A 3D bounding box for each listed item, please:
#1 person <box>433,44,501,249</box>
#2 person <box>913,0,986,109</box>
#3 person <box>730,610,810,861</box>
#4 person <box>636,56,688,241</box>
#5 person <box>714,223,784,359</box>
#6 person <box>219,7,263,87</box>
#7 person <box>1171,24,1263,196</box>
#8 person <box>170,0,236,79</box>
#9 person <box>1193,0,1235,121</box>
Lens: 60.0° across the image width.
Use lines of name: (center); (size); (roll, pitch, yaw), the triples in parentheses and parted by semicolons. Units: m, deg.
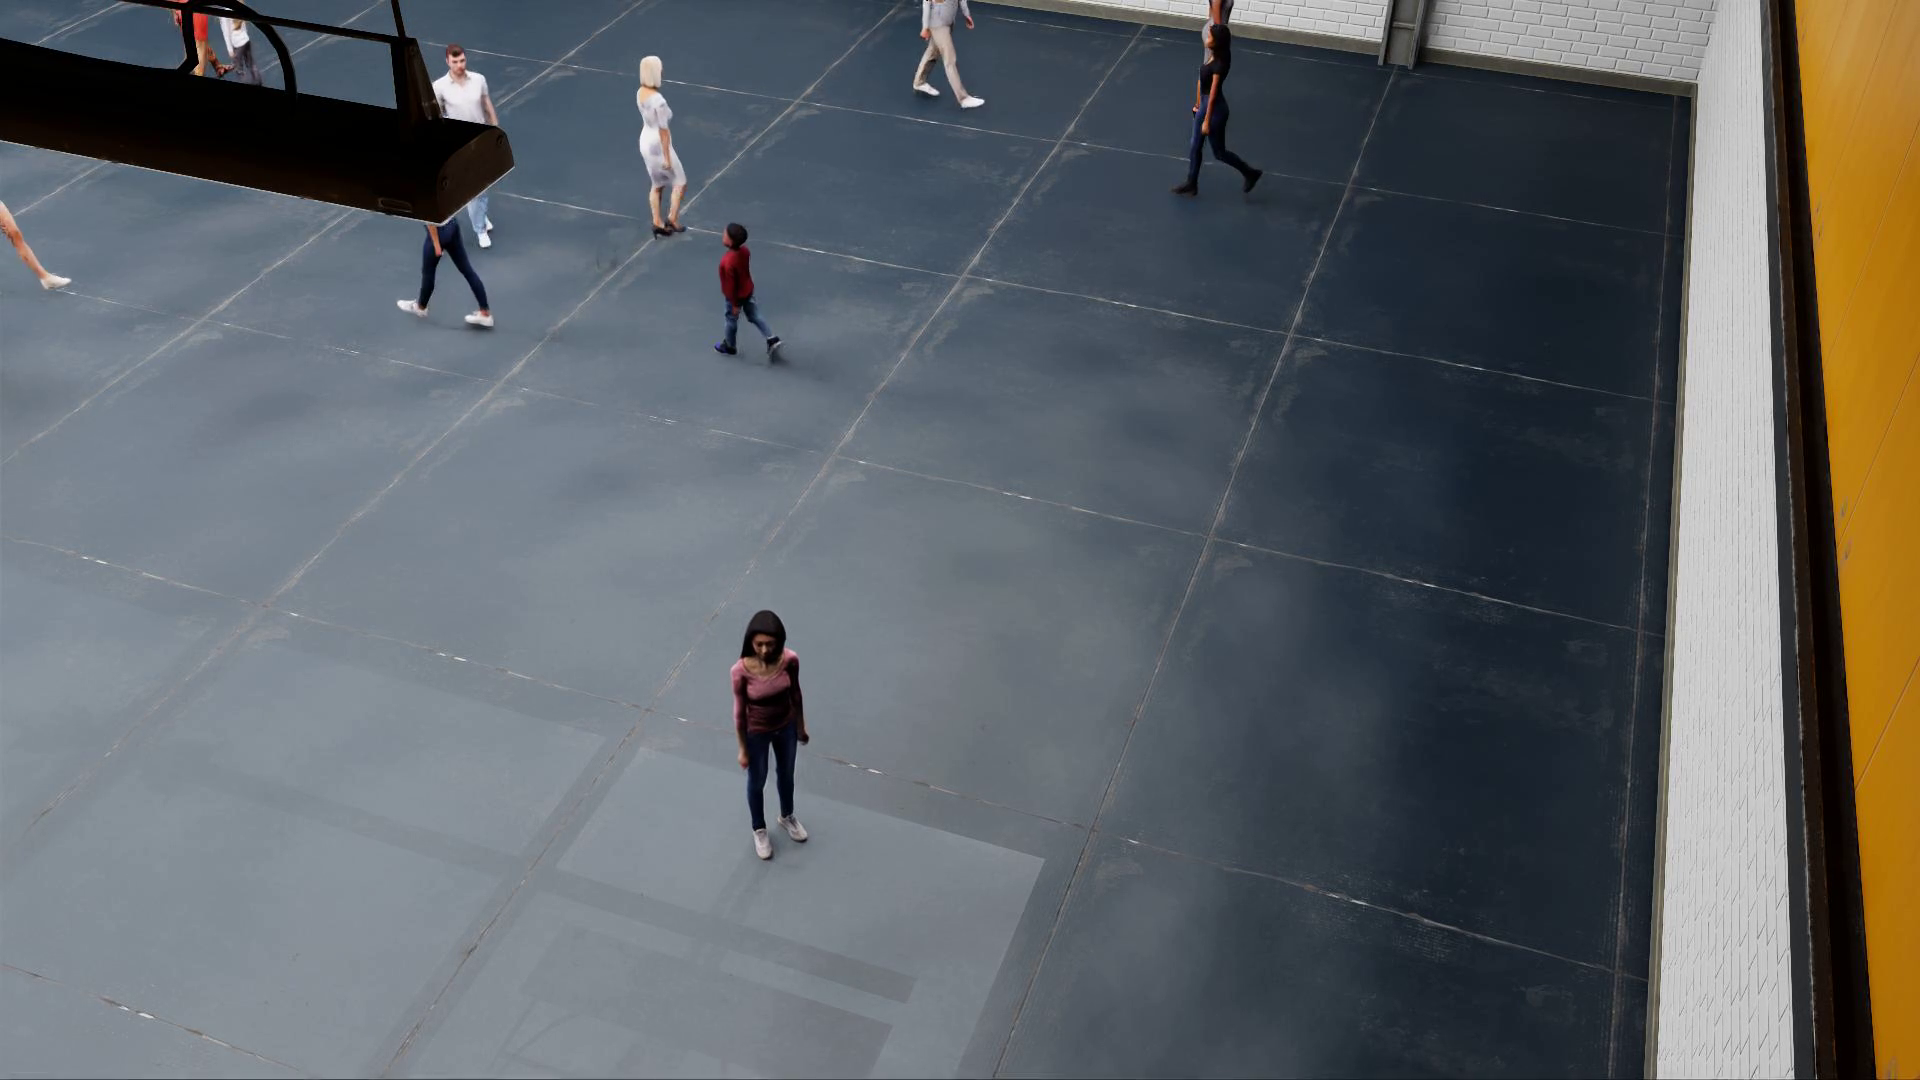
person: (-4.535, -3.685, 15.284); (0.994, 1.827, 1.082); (-22, 44, -25)
person: (-0.257, -5.486, 17.560); (1.251, 1.802, 0.808); (19, 42, 23)
person: (-1.077, 1.071, 9.398); (0.649, 1.741, 0.699); (-18, 42, -21)
person: (-2.816, -3.519, 15.152); (0.739, 1.733, 0.648); (-31, 48, -33)
person: (-1.759, -2.033, 13.688); (0.843, 1.238, 0.549); (16, 41, 19)
person: (-7.676, -5.288, 17.734); (0.535, 1.274, 0.519); (9, 39, 11)
person: (2.495, -4.017, 15.794); (1.138, 1.711, 0.768); (2, 39, 3)
person: (-8.223, -5.574, 17.764); (0.928, 1.685, 0.657); (11, 40, 14)
person: (2.606, -5.124, 17.124); (0.626, 1.781, 0.648); (2, 39, 3)
